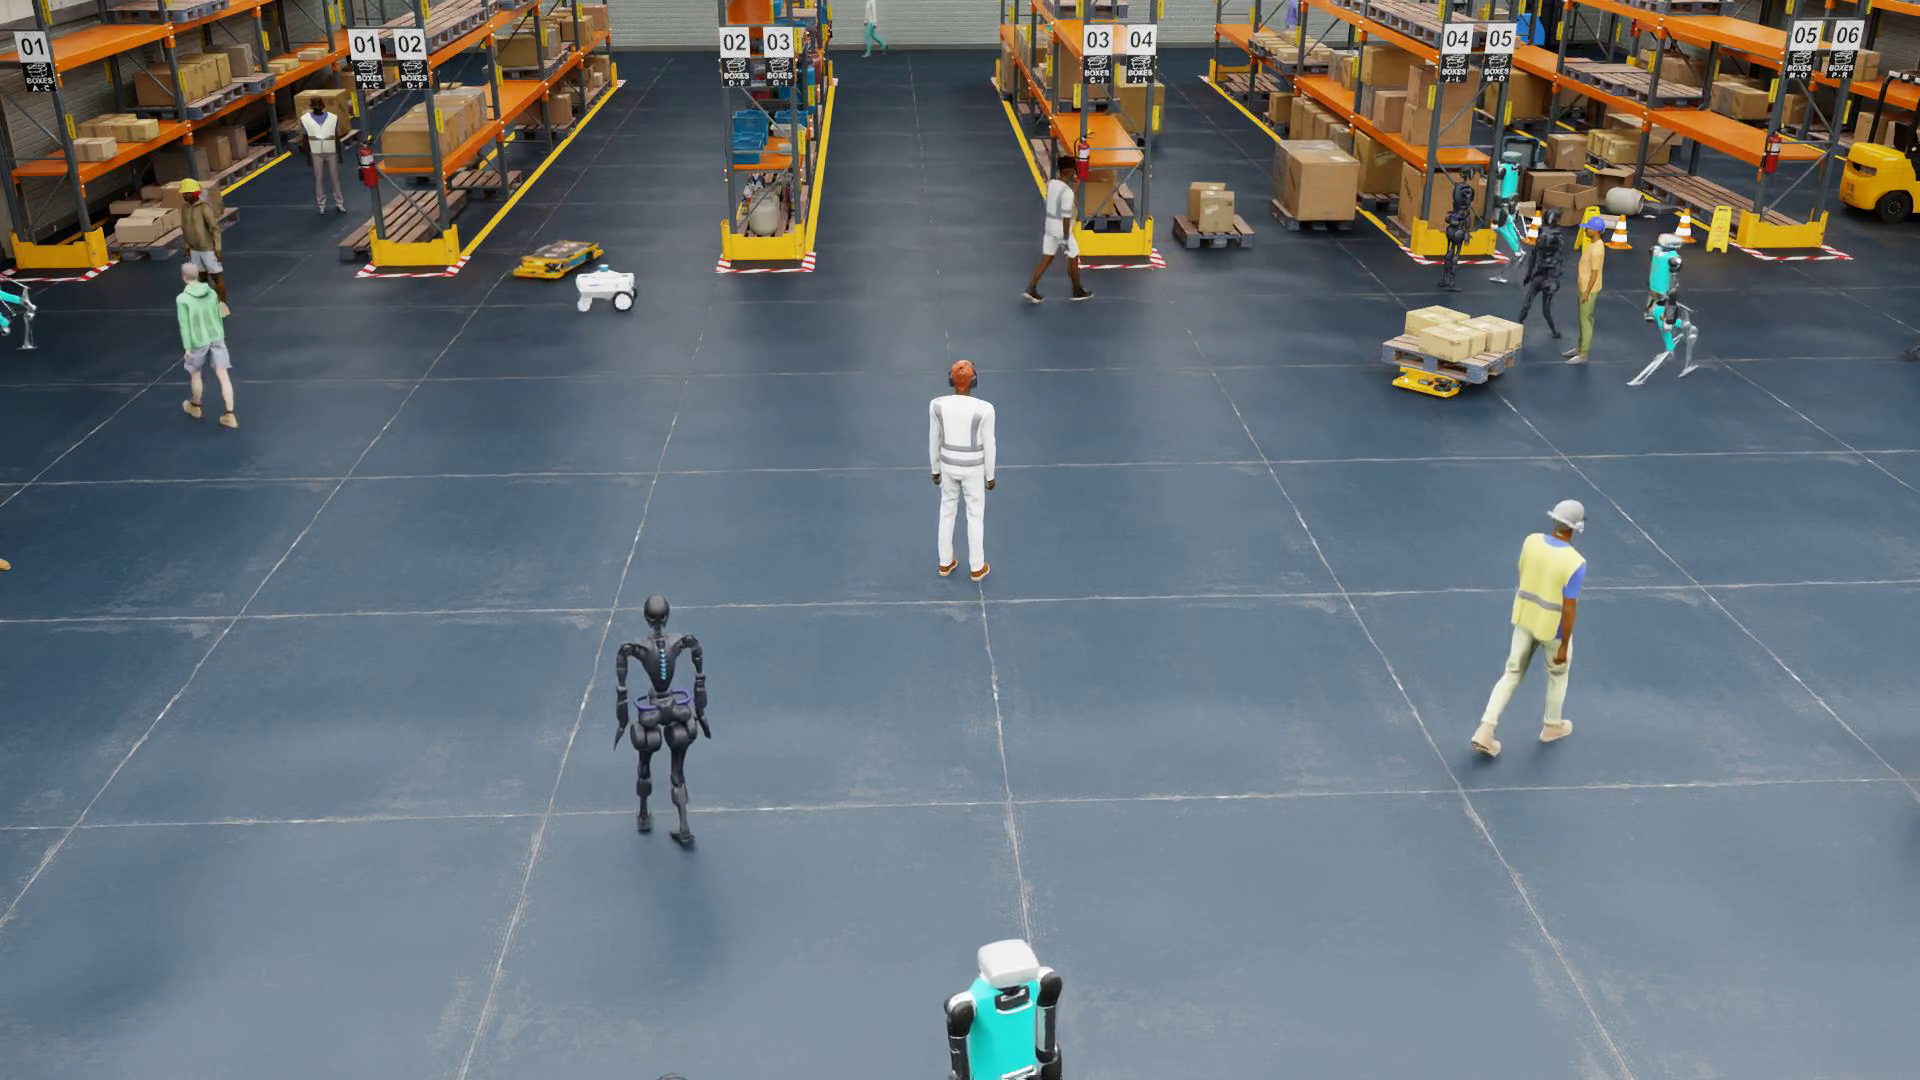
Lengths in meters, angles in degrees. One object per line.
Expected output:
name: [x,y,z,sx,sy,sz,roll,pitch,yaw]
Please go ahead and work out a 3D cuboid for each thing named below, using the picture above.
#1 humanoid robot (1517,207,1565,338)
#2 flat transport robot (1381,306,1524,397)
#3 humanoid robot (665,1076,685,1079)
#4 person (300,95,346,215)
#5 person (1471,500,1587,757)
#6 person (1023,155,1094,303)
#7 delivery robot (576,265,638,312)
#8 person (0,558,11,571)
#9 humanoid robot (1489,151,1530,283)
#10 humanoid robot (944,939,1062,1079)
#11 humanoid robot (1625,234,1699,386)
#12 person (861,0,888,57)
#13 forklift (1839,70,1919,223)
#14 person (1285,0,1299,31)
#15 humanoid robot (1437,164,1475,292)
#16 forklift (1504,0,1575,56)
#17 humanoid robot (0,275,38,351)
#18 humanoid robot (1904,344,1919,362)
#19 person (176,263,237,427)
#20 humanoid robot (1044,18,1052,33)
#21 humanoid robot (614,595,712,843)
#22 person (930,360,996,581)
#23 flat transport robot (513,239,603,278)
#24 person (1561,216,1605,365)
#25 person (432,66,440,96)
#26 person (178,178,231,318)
humanoid robot: [7.013,-3.176,19.945,0.693,1.640,0.601,-7,25,-15]
flat transport robot: [5.531,-1.919,18.784,0.659,0.231,1.431,20,31,38]
humanoid robot: [-1.091,2.745,6.609,0.590,1.633,0.710,-21,31,-39]
person: [-10.009,-6.071,26.174,0.566,1.845,0.390,-12,27,-25]
person: [3.876,0.596,11.183,0.919,1.862,0.521,-17,29,-33]
person: [1.263,-4.003,21.437,0.969,1.926,0.619,-13,27,-27]
delivery robot: [-4.540,-3.240,21.401,0.791,0.595,0.499,-2,24,-4]
person: [-8.321,-0.577,13.787,0.377,1.890,0.570,18,30,35]
humanoid robot: [7.434,-4.238,22.267,0.546,1.858,0.642,-22,32,-40]
humanoid robot: [0.290,2.555,6.948,0.551,1.740,1.041,-13,27,-26]
humanoid robot: [8.005,-2.514,18.382,1.021,1.773,0.548,-3,24,-6]
person: [-2.189,-13.187,42.303,0.694,1.740,0.527,-6,25,-14]
forklift: [15.132,-6.143,25.915,2.313,2.155,1.214,-1,24,-2]
person: [8.345,-12.751,41.301,0.973,1.745,0.621,-3,24,-6]
humanoid robot: [6.616,-4.160,22.071,0.315,1.657,0.599,-1,24,-2]
forklift: [14.700,-13.805,42.301,1.873,2.768,1.129,-1,24,-2]
humanoid robot: [-11.143,-2.909,19.222,1.030,1.728,0.546,1,24,2]
humanoid robot: [11.430,-2.827,19.145,0.722,1.640,0.601,11,26,22]
person: [-7.910,-2.050,17.300,0.862,1.702,0.510,19,30,36]
humanoid robot: [2.227,-12.912,41.795,0.560,1.869,0.761,-11,26,-24]
humanoid robot: [-1.846,1.106,10.274,0.609,1.642,0.519,-10,26,-21]
person: [0.019,-0.574,13.795,0.574,1.877,0.346,9,26,19]
flat transport robot: [-5.630,-3.948,23.343,0.659,0.231,1.431,6,25,14]
person: [7.193,-2.873,19.146,0.353,1.718,0.447,6,25,13]
person: [-11.144,-9.740,34.613,0.551,1.669,0.694,-1,24,-2]
person: [-9.483,-3.661,20.859,0.556,1.761,0.406,8,25,18]
